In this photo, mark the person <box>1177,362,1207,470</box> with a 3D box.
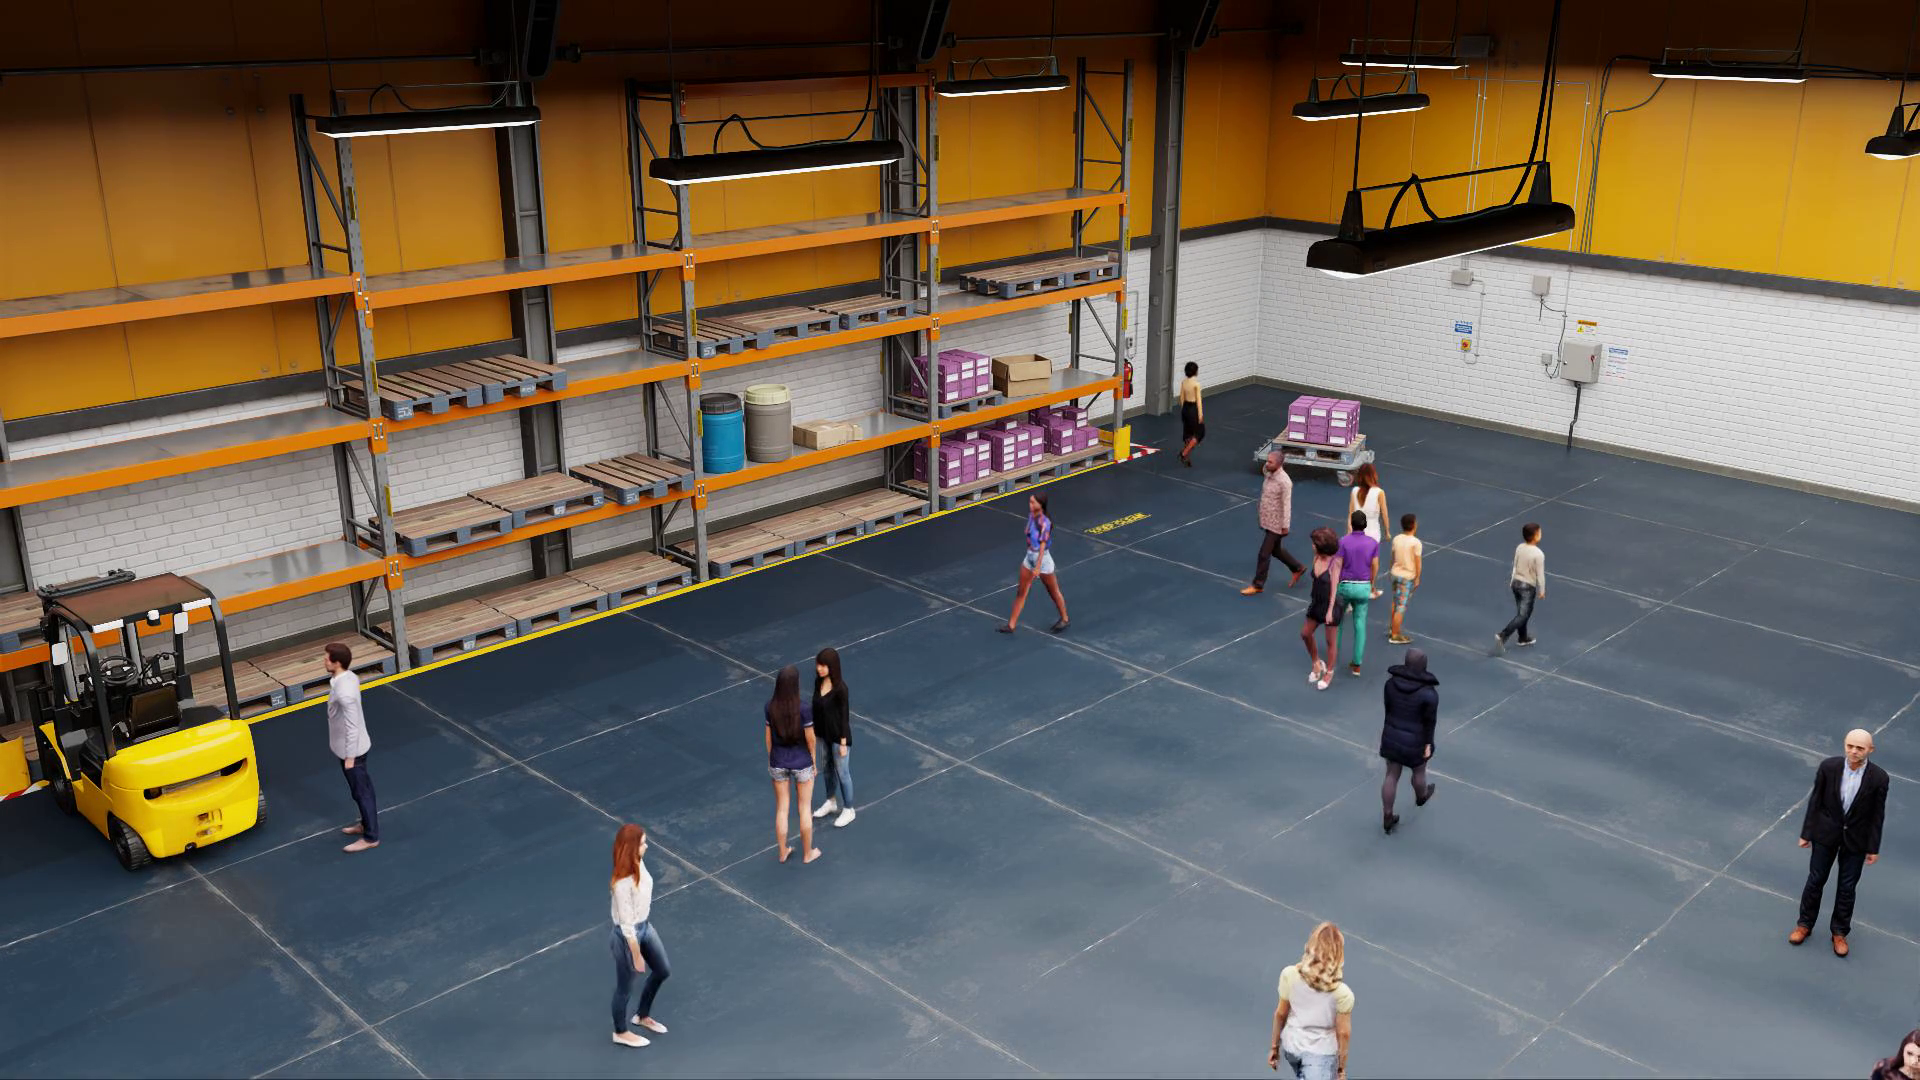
[{"bbox_3d":[3.433,-1.859,25.138,0.717,1.642,0.644,-13,22,-33],"label":"person"}]

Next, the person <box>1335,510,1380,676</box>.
[{"bbox_3d":[4.214,0.588,17.739,1.104,1.728,1.168,1,19,1],"label":"person"}]

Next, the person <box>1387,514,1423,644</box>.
[{"bbox_3d":[4.942,0.439,18.634,0.732,1.439,0.577,-13,22,-33],"label":"person"}]

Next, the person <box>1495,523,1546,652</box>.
[{"bbox_3d":[6.165,0.544,18.316,0.990,1.444,0.735,-9,21,-25],"label":"person"}]

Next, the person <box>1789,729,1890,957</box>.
[{"bbox_3d":[6.706,2.263,12.654,0.743,1.800,0.665,11,22,30],"label":"person"}]

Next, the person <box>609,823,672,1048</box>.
[{"bbox_3d":[-2.332,2.722,11.426,0.791,1.713,0.719,4,19,13],"label":"person"}]

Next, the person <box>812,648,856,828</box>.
[{"bbox_3d":[-1.106,1.697,14.580,0.555,1.643,0.527,16,24,39],"label":"person"}]

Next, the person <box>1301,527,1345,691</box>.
[{"bbox_3d":[3.869,0.702,17.328,0.646,1.775,0.618,-14,23,-36],"label":"person"}]

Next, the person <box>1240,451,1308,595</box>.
[{"bbox_3d":[3.868,-0.218,20.030,1.267,1.793,1.066,-5,19,-13],"label":"person"}]

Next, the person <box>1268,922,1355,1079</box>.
[{"bbox_3d":[2.077,3.218,10.084,0.817,1.629,1.359,13,23,34],"label":"person"}]

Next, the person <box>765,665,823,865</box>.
[{"bbox_3d":[-1.404,1.872,13.865,0.661,1.766,0.684,4,19,11],"label":"person"}]

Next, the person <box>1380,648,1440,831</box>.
[{"bbox_3d":[3.835,1.750,14.430,0.720,1.638,1.019,15,24,37],"label":"person"}]

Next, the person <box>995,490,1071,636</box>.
[{"bbox_3d":[0.974,0.282,18.711,1.234,1.688,0.808,-11,21,-29],"label":"person"}]

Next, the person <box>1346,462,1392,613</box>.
[{"bbox_3d":[4.699,0.021,19.431,1.128,1.722,0.593,-17,25,-41],"label":"person"}]

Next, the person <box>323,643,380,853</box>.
[{"bbox_3d":[-5.171,1.734,14.143,0.744,1.851,0.758,-6,19,-17],"label":"person"}]
